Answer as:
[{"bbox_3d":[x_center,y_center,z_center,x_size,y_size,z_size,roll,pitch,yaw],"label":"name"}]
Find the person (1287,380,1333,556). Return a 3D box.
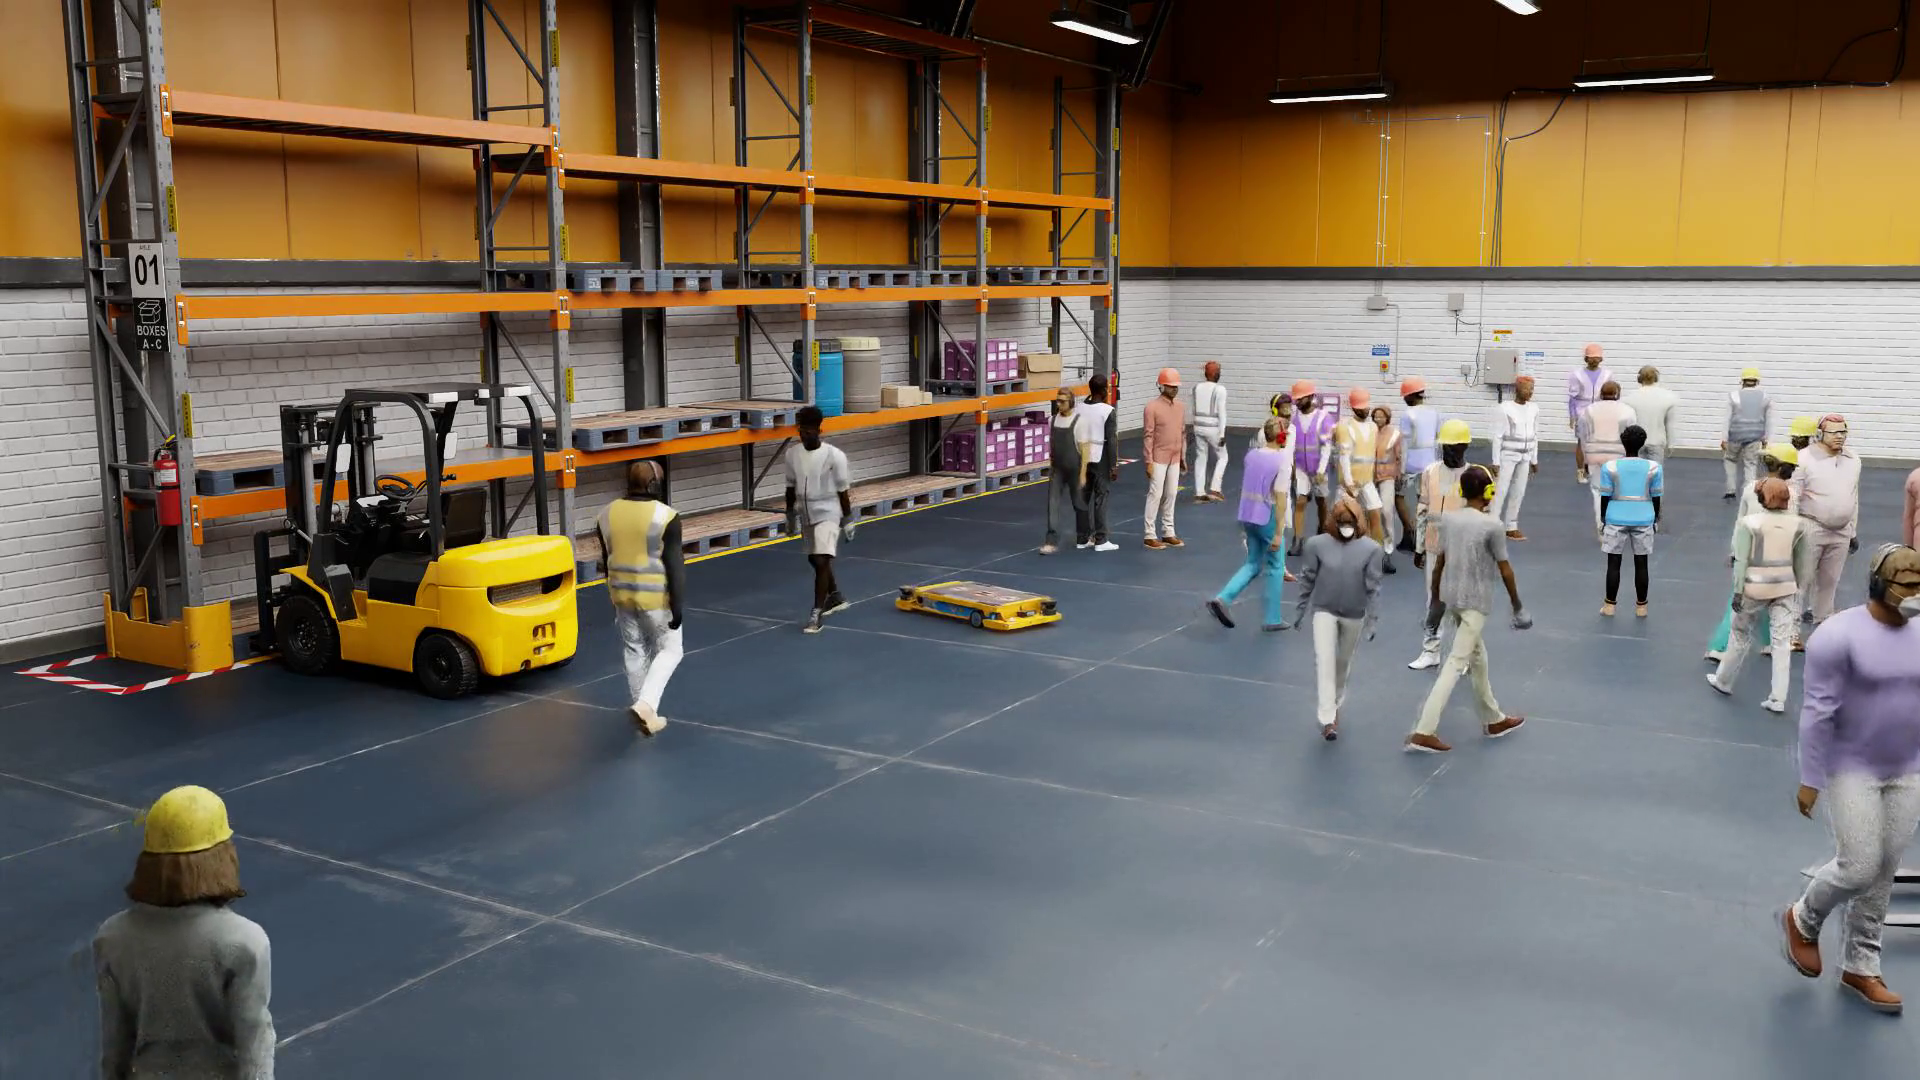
[{"bbox_3d":[3.781,-0.800,17.997,0.542,1.880,1.009,5,10,30],"label":"person"}]

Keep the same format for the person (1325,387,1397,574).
[{"bbox_3d":[4.025,-0.628,16.902,0.539,1.887,1.006,-5,10,-26],"label":"person"}]

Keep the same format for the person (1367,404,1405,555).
[{"bbox_3d":[4.458,-0.633,17.741,0.532,1.627,0.395,6,11,31],"label":"person"}]

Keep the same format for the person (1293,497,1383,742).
[{"bbox_3d":[2.438,0.506,10.749,0.550,1.567,0.891,1,9,4],"label":"person"}]

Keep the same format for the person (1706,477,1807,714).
[{"bbox_3d":[5.567,0.356,11.581,0.549,1.599,0.805,0,9,-2],"label":"person"}]

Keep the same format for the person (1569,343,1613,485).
[{"bbox_3d":[8.948,-1.774,23.605,0.609,2.022,0.617,1,9,8],"label":"person"}]

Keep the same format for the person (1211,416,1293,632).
[{"bbox_3d":[2.475,-0.121,13.889,0.672,1.827,0.587,-5,11,-30],"label":"person"}]

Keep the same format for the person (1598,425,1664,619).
[{"bbox_3d":[5.829,-0.152,14.495,0.533,1.697,0.318,2,9,12],"label":"person"}]

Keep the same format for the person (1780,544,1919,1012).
[{"bbox_3d":[3.732,0.963,6.819,0.652,1.927,0.472,-2,9,-13],"label":"person"}]

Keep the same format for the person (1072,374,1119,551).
[{"bbox_3d":[1.460,-0.841,18.104,0.589,1.918,0.386,9,13,44],"label":"person"}]

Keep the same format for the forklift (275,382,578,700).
[{"bbox_3d":[-3.974,-0.067,12.417,2.313,2.155,1.214,5,11,30],"label":"forklift"}]

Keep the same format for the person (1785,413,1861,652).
[{"bbox_3d":[6.881,-0.057,13.254,0.652,1.906,0.403,-2,9,-10],"label":"person"}]

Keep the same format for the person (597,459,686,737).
[{"bbox_3d":[-2.048,0.397,10.697,0.628,1.825,0.553,3,10,20],"label":"person"}]

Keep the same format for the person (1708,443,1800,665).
[{"bbox_3d":[6.192,0.111,12.835,0.951,1.705,0.540,-2,9,-10],"label":"person"}]

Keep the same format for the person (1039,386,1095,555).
[{"bbox_3d":[1.187,-0.764,17.988,0.526,1.812,0.926,6,11,35],"label":"person"}]

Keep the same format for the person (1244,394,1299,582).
[{"bbox_3d":[3.084,-0.532,16.424,0.545,1.845,0.694,-7,12,-38],"label":"person"}]

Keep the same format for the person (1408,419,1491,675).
[{"bbox_3d":[3.683,0.052,12.498,0.360,1.929,0.587,-9,13,-43],"label":"person"}]

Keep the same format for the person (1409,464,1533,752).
[{"bbox_3d":[3.243,0.427,10.547,1.020,1.811,0.519,-4,10,-25],"label":"person"}]

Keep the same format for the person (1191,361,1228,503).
[{"bbox_3d":[3.297,-1.414,21.841,0.605,1.865,0.558,9,13,44],"label":"person"}]

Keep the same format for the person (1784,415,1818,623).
[{"bbox_3d":[7.114,-0.160,14.215,0.869,1.791,0.618,-3,10,-18],"label":"person"}]

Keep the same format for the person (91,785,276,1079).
[{"bbox_3d":[-1.999,1.488,4.268,0.489,1.701,0.864,1,9,4],"label":"person"}]

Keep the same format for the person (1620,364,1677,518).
[{"bbox_3d":[8.238,-1.143,19.970,0.652,1.925,0.483,2,9,15],"label":"person"}]

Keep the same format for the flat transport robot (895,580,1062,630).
[{"bbox_3d":[0.146,0.552,14.540,0.652,0.197,1.431,-9,13,-43],"label":"flat transport robot"}]

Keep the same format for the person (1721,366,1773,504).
[{"bbox_3d":[10.204,-1.358,21.656,0.616,1.809,0.618,2,9,10],"label":"person"}]

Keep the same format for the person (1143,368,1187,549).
[{"bbox_3d":[2.257,-0.887,18.200,0.622,1.987,0.405,-8,12,-41],"label":"person"}]

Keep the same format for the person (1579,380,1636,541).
[{"bbox_3d":[7.277,-0.887,18.724,0.630,1.813,0.433,5,10,26],"label":"person"}]

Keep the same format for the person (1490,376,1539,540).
[{"bbox_3d":[6.213,-0.904,18.722,0.697,1.863,0.341,-3,10,-20],"label":"person"}]

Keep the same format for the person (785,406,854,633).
[{"bbox_3d":[-1.188,-0.209,14.263,0.647,1.920,0.852,6,11,31],"label":"person"}]

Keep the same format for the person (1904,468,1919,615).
[{"bbox_3d":[7.425,0.095,12.486,0.648,1.848,0.994,8,12,40],"label":"person"}]

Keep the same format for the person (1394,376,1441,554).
[{"bbox_3d":[4.894,-0.801,17.882,0.590,1.903,0.544,-4,10,-23],"label":"person"}]
